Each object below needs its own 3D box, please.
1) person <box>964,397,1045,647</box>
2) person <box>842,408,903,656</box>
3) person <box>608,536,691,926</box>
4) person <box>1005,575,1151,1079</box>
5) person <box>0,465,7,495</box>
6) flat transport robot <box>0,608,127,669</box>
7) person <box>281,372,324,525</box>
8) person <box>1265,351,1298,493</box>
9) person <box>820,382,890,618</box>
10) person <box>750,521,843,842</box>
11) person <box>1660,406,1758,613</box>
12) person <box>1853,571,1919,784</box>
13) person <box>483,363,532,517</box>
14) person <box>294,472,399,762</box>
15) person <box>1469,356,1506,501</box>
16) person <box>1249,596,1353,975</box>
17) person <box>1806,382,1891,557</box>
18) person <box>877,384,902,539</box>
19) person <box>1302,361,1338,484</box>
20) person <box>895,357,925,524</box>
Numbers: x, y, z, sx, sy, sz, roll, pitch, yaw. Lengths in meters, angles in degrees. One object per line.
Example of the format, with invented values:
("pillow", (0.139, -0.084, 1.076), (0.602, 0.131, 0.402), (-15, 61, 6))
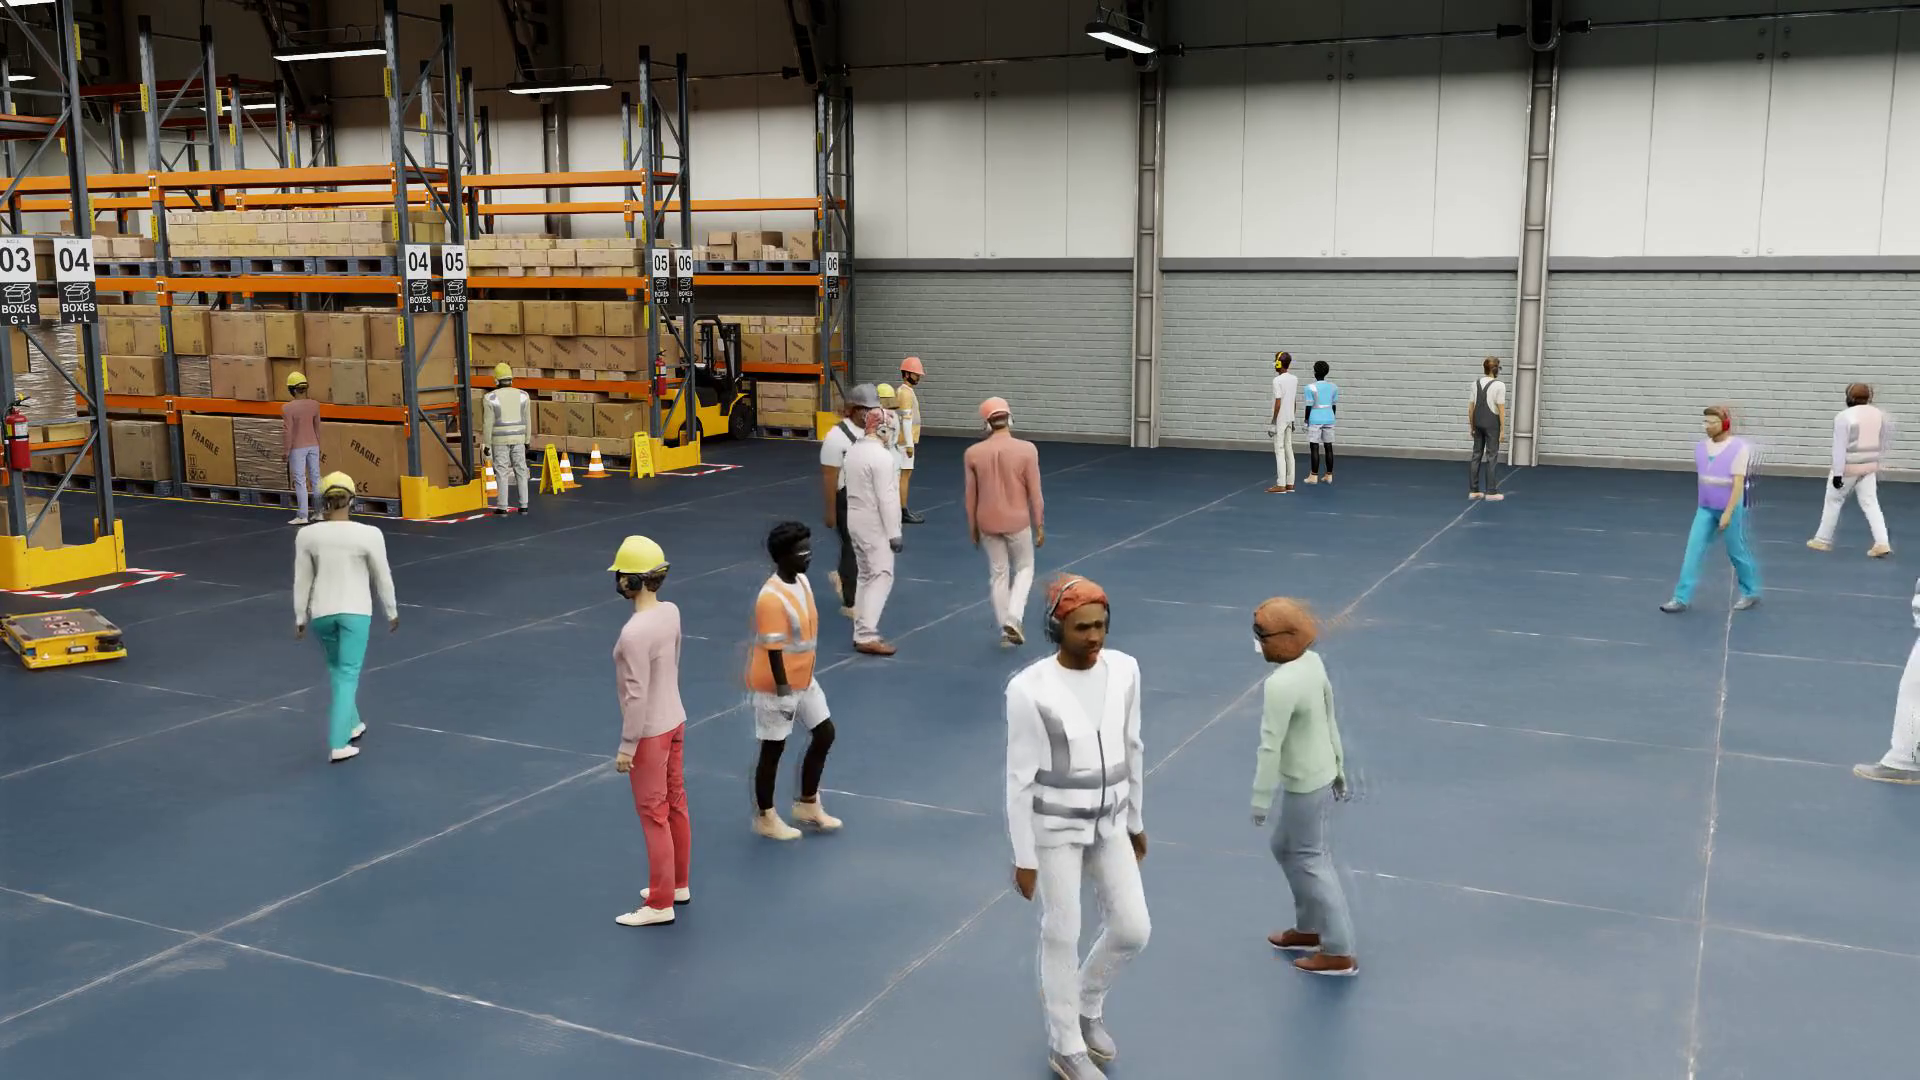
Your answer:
("person", (0.345, -0.125, 12.917), (0.648, 1.962, 0.496), (3, 10, 17))
("person", (-0.705, -0.065, 12.795), (0.494, 1.886, 0.727), (-5, 10, -27))
("person", (-1.409, 0.856, 7.503), (0.317, 1.769, 0.523), (2, 9, 11))
("person", (0.432, 1.055, 5.949), (0.617, 1.873, 0.406), (-6, 11, -30))
("person", (-11.077, -1.092, 19.042), (0.514, 1.894, 0.663), (7, 11, 36))
("flat transport robot", (-6.943, 0.734, 12.825), (0.652, 0.197, 1.431), (-7, 12, -37))
("person", (-7.608, -1.056, 19.226), (0.309, 1.769, 0.523), (5, 10, 27))
("person", (4.248, -1.550, 21.941), (0.310, 1.868, 0.533), (9, 13, 43))
("person", (-0.885, -0.363, 14.135), (0.701, 2.000, 0.706), (9, 13, 43))
("person", (-0.819, 0.735, 8.490), (0.552, 1.676, 0.563), (3, 10, 16))
("person", (6.517, -0.261, 14.276), (0.983, 1.796, 0.570), (-5, 10, -26))
("person", (5.618, 0.510, 9.365), (0.839, 1.860, 0.580), (7, 11, 35))
("person", (-5.405, -1.192, 19.843), (0.586, 1.837, 0.403), (-7, 11, -36))
("person", (-3.731, 0.446, 10.158), (0.553, 1.713, 0.796), (1, 9, 3))
("person", (6.729, -1.419, 21.215), (0.325, 1.842, 0.517), (-7, 12, -36))
("person", (1.439, 1.026, 6.930), (0.502, 1.603, 0.514), (5, 10, 26))
("person", (9.258, -0.729, 17.144), (0.644, 1.802, 0.956), (-2, 10, -14))
("person", (-0.784, -0.793, 17.709), (0.314, 1.740, 0.486), (0, 9, 3))
("person", (4.939, -1.608, 22.821), (0.533, 1.697, 0.322), (-4, 10, -22))
("person", (-0.589, -1.158, 19.357), (0.374, 1.929, 0.542), (-1, 9, -5))
